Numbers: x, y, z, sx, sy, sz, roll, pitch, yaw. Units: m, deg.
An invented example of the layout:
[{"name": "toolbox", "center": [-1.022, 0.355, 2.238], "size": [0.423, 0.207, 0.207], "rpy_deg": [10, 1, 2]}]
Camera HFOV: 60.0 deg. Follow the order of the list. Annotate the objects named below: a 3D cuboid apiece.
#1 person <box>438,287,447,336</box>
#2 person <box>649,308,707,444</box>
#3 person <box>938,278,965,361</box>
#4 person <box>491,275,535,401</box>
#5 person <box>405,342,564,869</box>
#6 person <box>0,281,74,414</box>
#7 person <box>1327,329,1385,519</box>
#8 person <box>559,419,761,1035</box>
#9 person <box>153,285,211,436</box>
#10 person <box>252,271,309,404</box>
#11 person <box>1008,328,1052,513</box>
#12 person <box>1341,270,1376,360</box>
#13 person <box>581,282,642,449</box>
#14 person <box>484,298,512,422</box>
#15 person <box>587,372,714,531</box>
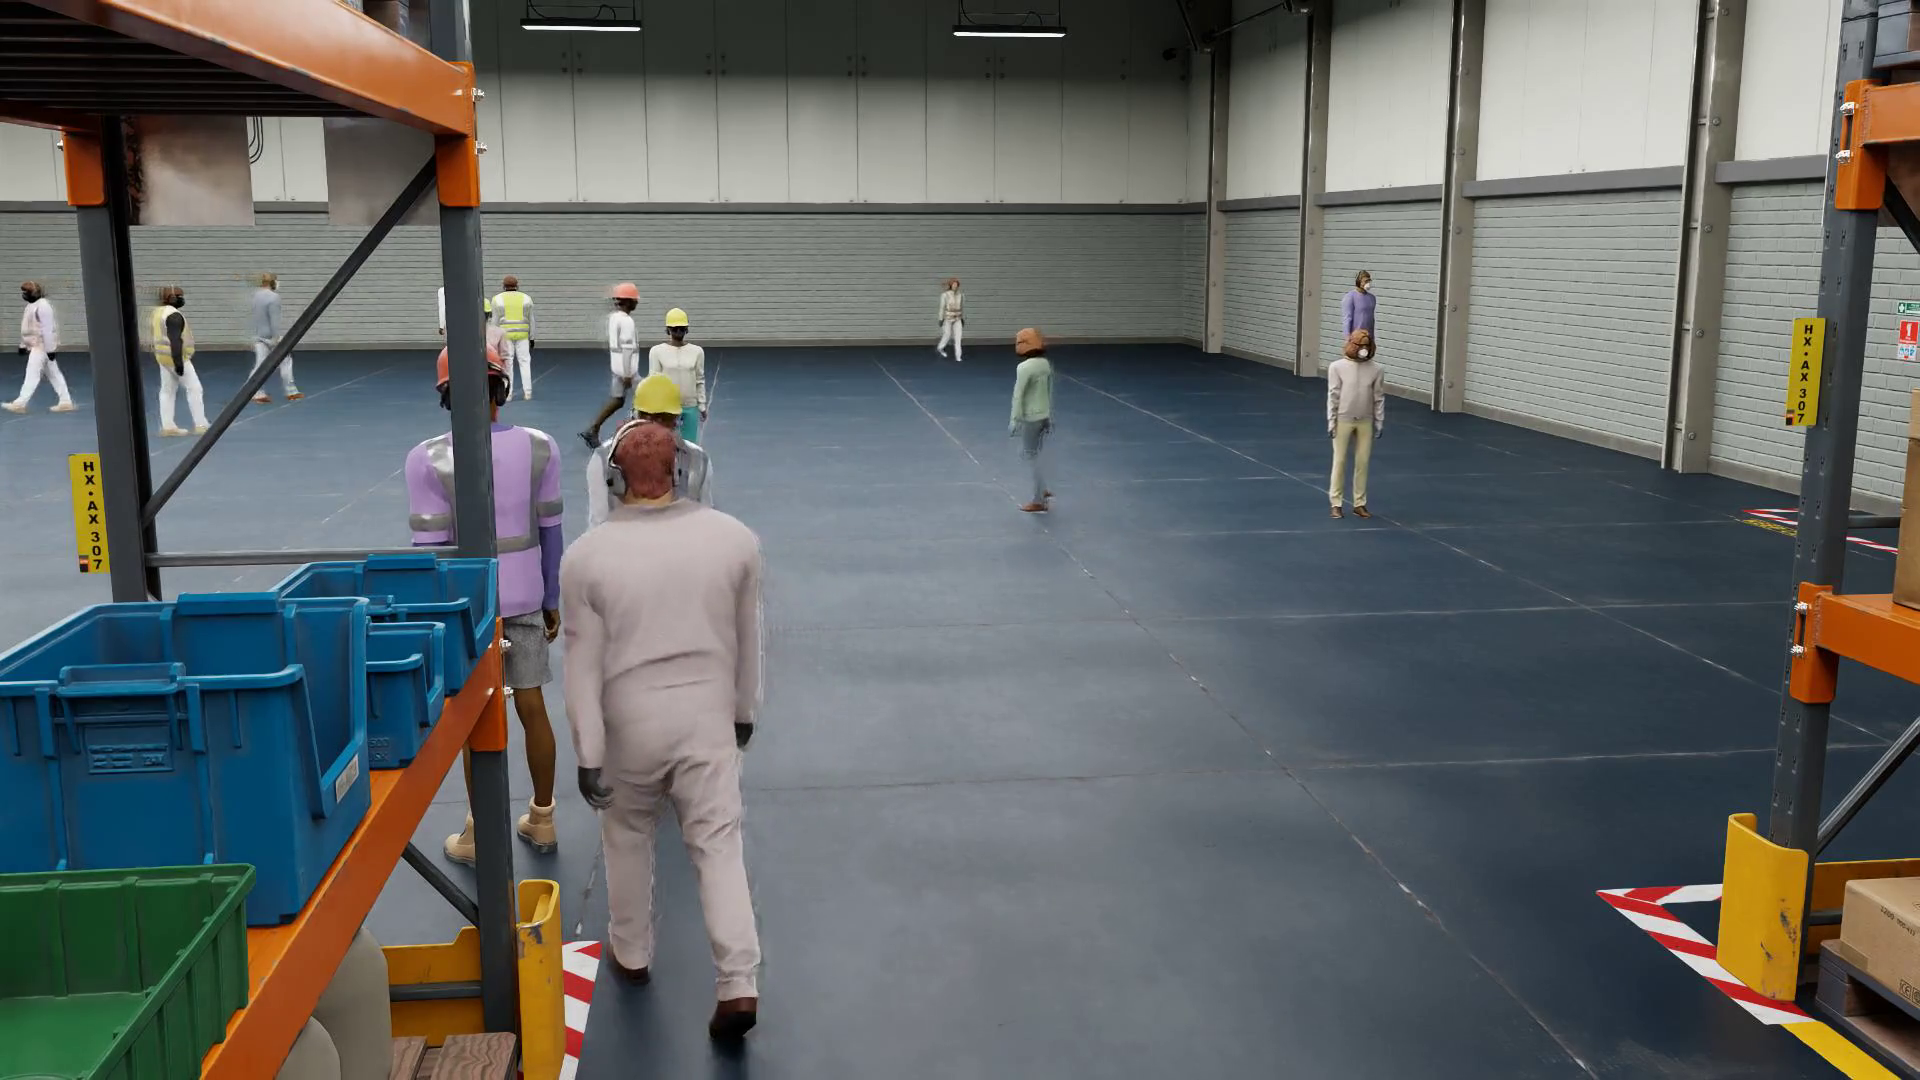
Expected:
[{"name": "person", "center": [-8.469, -3.618, 27.938], "size": [0.573, 1.883, 0.355], "rpy_deg": [-8, 13, -37]}, {"name": "person", "center": [-2.537, -1.199, 14.997], "size": [0.523, 1.769, 0.316], "rpy_deg": [-5, 11, -25]}, {"name": "person", "center": [-0.186, -4.291, 32.367], "size": [0.559, 1.610, 0.643], "rpy_deg": [-5, 12, -27]}, {"name": "person", "center": [-6.590, -2.975, 24.536], "size": [0.633, 1.839, 0.429], "rpy_deg": [-5, 11, -24]}, {"name": "person", "center": [-1.813, 0.242, 6.368], "size": [0.605, 2.034, 0.389], "rpy_deg": [-9, 13, -40]}, {"name": "person", "center": [-12.659, -2.622, 22.706], "size": [0.942, 1.791, 0.642], "rpy_deg": [-8, 13, -38]}, {"name": "person", "center": [3.393, -0.993, 14.259], "size": [0.500, 1.626, 0.304], "rpy_deg": [-1, 10, -5]}, {"name": "person", "center": [-0.877, 0.565, 5.085], "size": [0.658, 1.866, 0.957], "rpy_deg": [-5, 11, -25]}, {"name": "person", "center": [-9.372, -2.170, 20.161], "size": [0.756, 1.819, 0.654], "rpy_deg": [-9, 14, -42]}, {"name": "person", "center": [-9.886, -2.927, 24.087], "size": [0.662, 1.902, 0.889], "rpy_deg": [8, 13, 38]}, {"name": "person", "center": [0.614, -1.035, 14.511], "size": [0.364, 1.618, 0.503], "rpy_deg": [5, 12, 27]}, {"name": "person", "center": [5.584, -2.787, 23.233], "size": [0.629, 1.940, 0.373], "rpy_deg": [-8, 13, -37]}, {"name": "person", "center": [-3.823, -1.938, 18.687], "size": [0.890, 1.908, 0.556], "rpy_deg": [-6, 12, -30]}, {"name": "person", "center": [-5.137, -1.751, 18.056], "size": [0.547, 1.741, 0.711], "rpy_deg": [-4, 11, -22]}, {"name": "person", "center": [-1.419, 0.127, 7.627], "size": [0.592, 1.809, 0.707], "rpy_deg": [-4, 11, -19]}]
